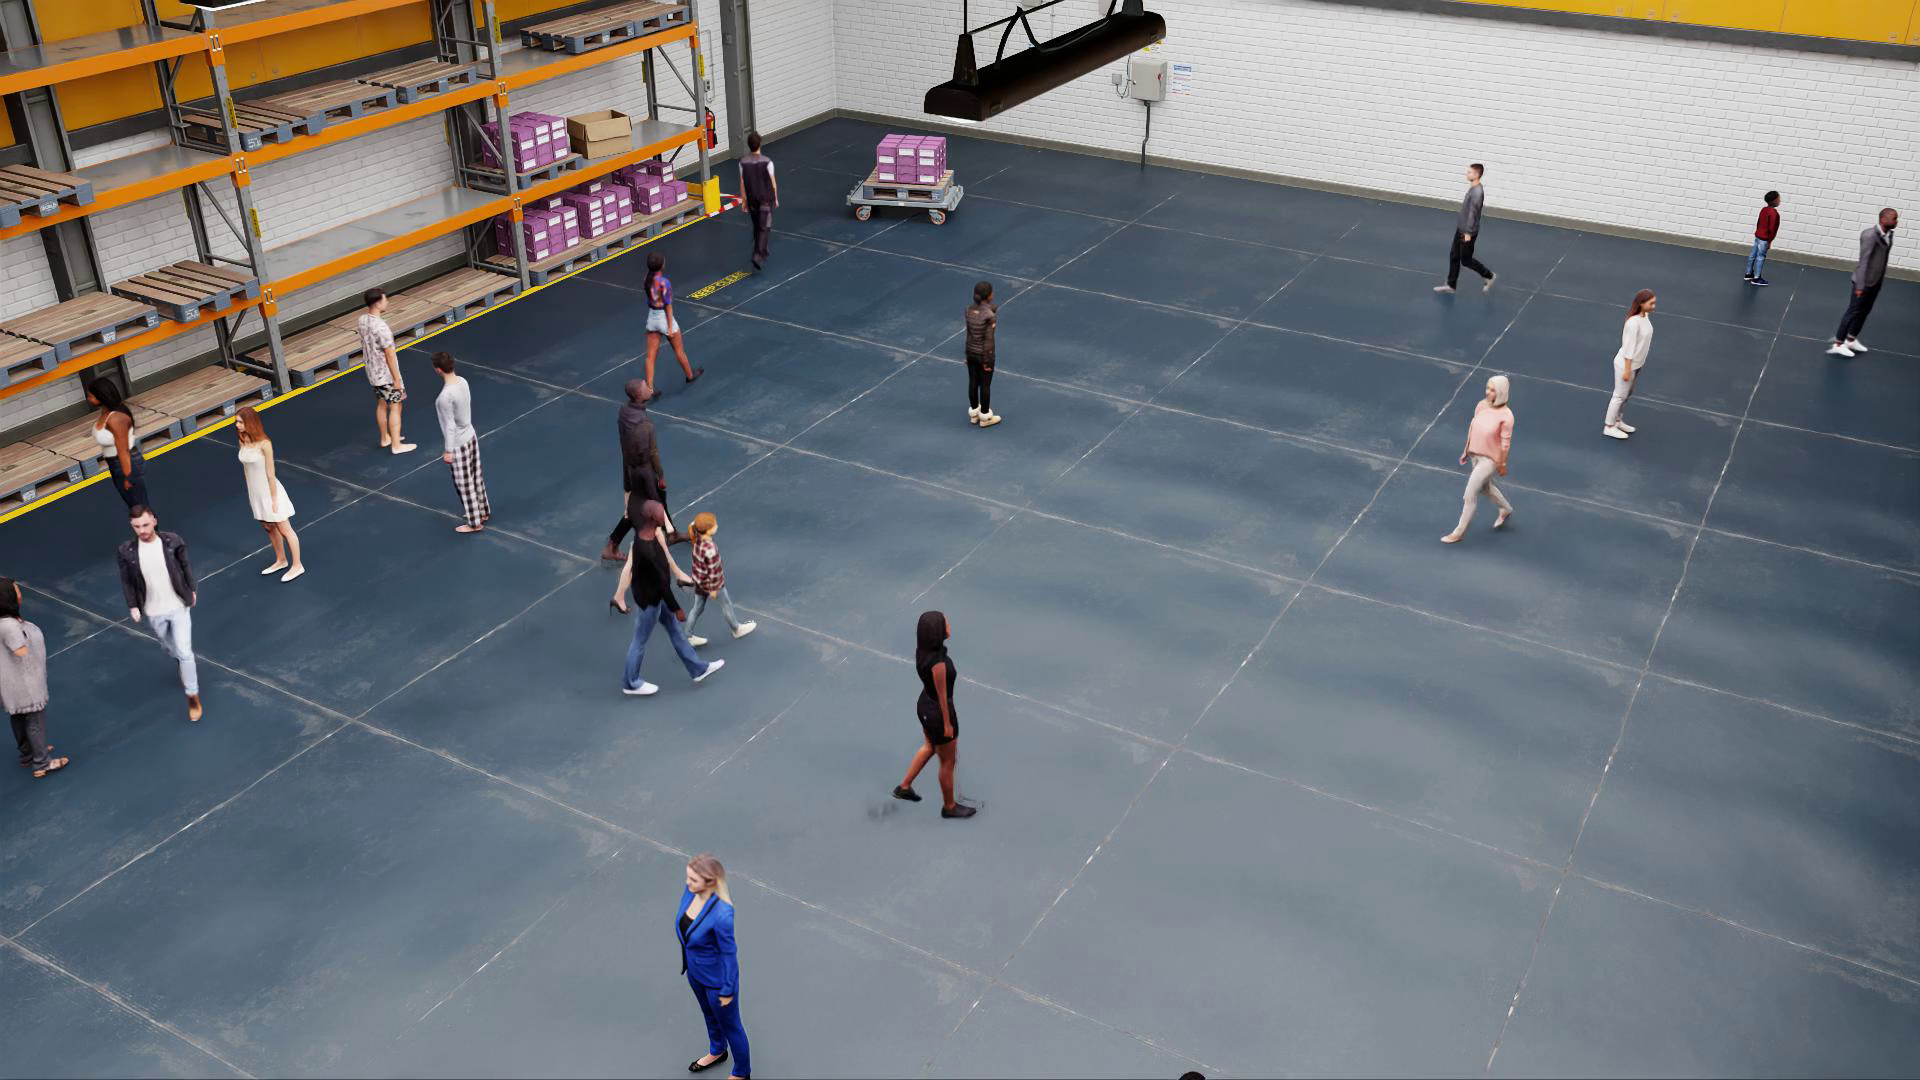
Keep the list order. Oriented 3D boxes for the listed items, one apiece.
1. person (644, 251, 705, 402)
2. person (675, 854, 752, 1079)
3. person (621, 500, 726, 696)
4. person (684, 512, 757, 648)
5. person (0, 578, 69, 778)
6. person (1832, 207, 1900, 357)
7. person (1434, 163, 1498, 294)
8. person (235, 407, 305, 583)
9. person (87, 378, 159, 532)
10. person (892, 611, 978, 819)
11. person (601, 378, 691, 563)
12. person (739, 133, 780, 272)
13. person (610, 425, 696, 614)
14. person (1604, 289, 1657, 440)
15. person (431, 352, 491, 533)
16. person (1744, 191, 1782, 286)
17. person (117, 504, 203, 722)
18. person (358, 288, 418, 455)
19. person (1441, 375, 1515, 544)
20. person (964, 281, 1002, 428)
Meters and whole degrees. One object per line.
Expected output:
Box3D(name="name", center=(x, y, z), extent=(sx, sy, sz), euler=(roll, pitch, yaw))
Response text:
Box3D(name="person", center=(-3.442, -2.383, 18.783), extent=(0.649, 1.698, 1.115), euler=(17, 33, 29))
Box3D(name="person", center=(-1.442, 2.530, 9.774), extent=(0.668, 1.700, 0.696), euler=(-21, 35, -34))
Box3D(name="person", center=(-2.594, 0.521, 13.455), extent=(1.123, 1.702, 1.102), euler=(-4, 29, -7))
Box3D(name="person", center=(-2.206, 0.365, 14.189), extent=(0.967, 1.274, 0.781), euler=(-17, 33, -28))
Box3D(name="person", center=(-7.156, 1.035, 12.619), extent=(0.664, 1.600, 0.693), euler=(20, 34, 32))
Box3D(name="person", center=(10.911, -3.126, 20.024), extent=(0.703, 1.813, 0.860), euler=(-17, 33, -29))
Box3D(name="person", center=(6.730, -4.045, 21.780), extent=(0.960, 1.745, 1.038), euler=(2, 29, 4))
Box3D(name="person", center=(-6.337, -0.440, 15.209), extent=(0.561, 1.710, 0.516), euler=(14, 32, 24))
Box3D(name="person", center=(-7.767, -0.686, 15.557), extent=(0.743, 1.808, 0.729), euler=(-18, 33, -29))
Box3D(name="person", center=(-0.212, 1.277, 12.036), extent=(0.937, 1.733, 0.879), euler=(-7, 29, -13))
Box3D(name="person", center=(-3.035, -0.608, 15.429), extent=(1.309, 1.793, 1.116), euler=(-15, 32, -25))
Box3D(name="person", center=(-2.756, -4.593, 22.707), extent=(0.840, 1.821, 1.197), euler=(7, 29, 13))
Box3D(name="person", center=(-2.858, -0.119, 14.582), extent=(1.210, 1.746, 0.994), euler=(-15, 32, -26))
Box3D(name="person", center=(7.218, -1.917, 17.940), extent=(0.663, 1.688, 0.493), euler=(17, 33, 29))
Box3D(name="person", center=(-4.803, -0.954, 16.009), extent=(0.758, 1.846, 0.615), euler=(4, 29, 7))
Box3D(name="person", center=(10.806, -4.079, 22.355), extent=(0.645, 1.256, 0.560), euler=(-1, 29, -3))
Box3D(name="person", center=(-6.397, 0.496, 13.388), extent=(1.169, 1.810, 1.153), euler=(-10, 30, -18))
Box3D(name="person", center=(-6.109, -1.786, 17.571), extent=(0.715, 1.811, 0.640), euler=(23, 36, 36))
Box3D(name="person", center=(5.084, -0.790, 15.872), extent=(1.192, 1.688, 1.034), euler=(-12, 31, -20))
Box3D(name="person", center=(0.217, -2.015, 18.147), extent=(0.578, 1.660, 0.625), euler=(18, 33, 29))
